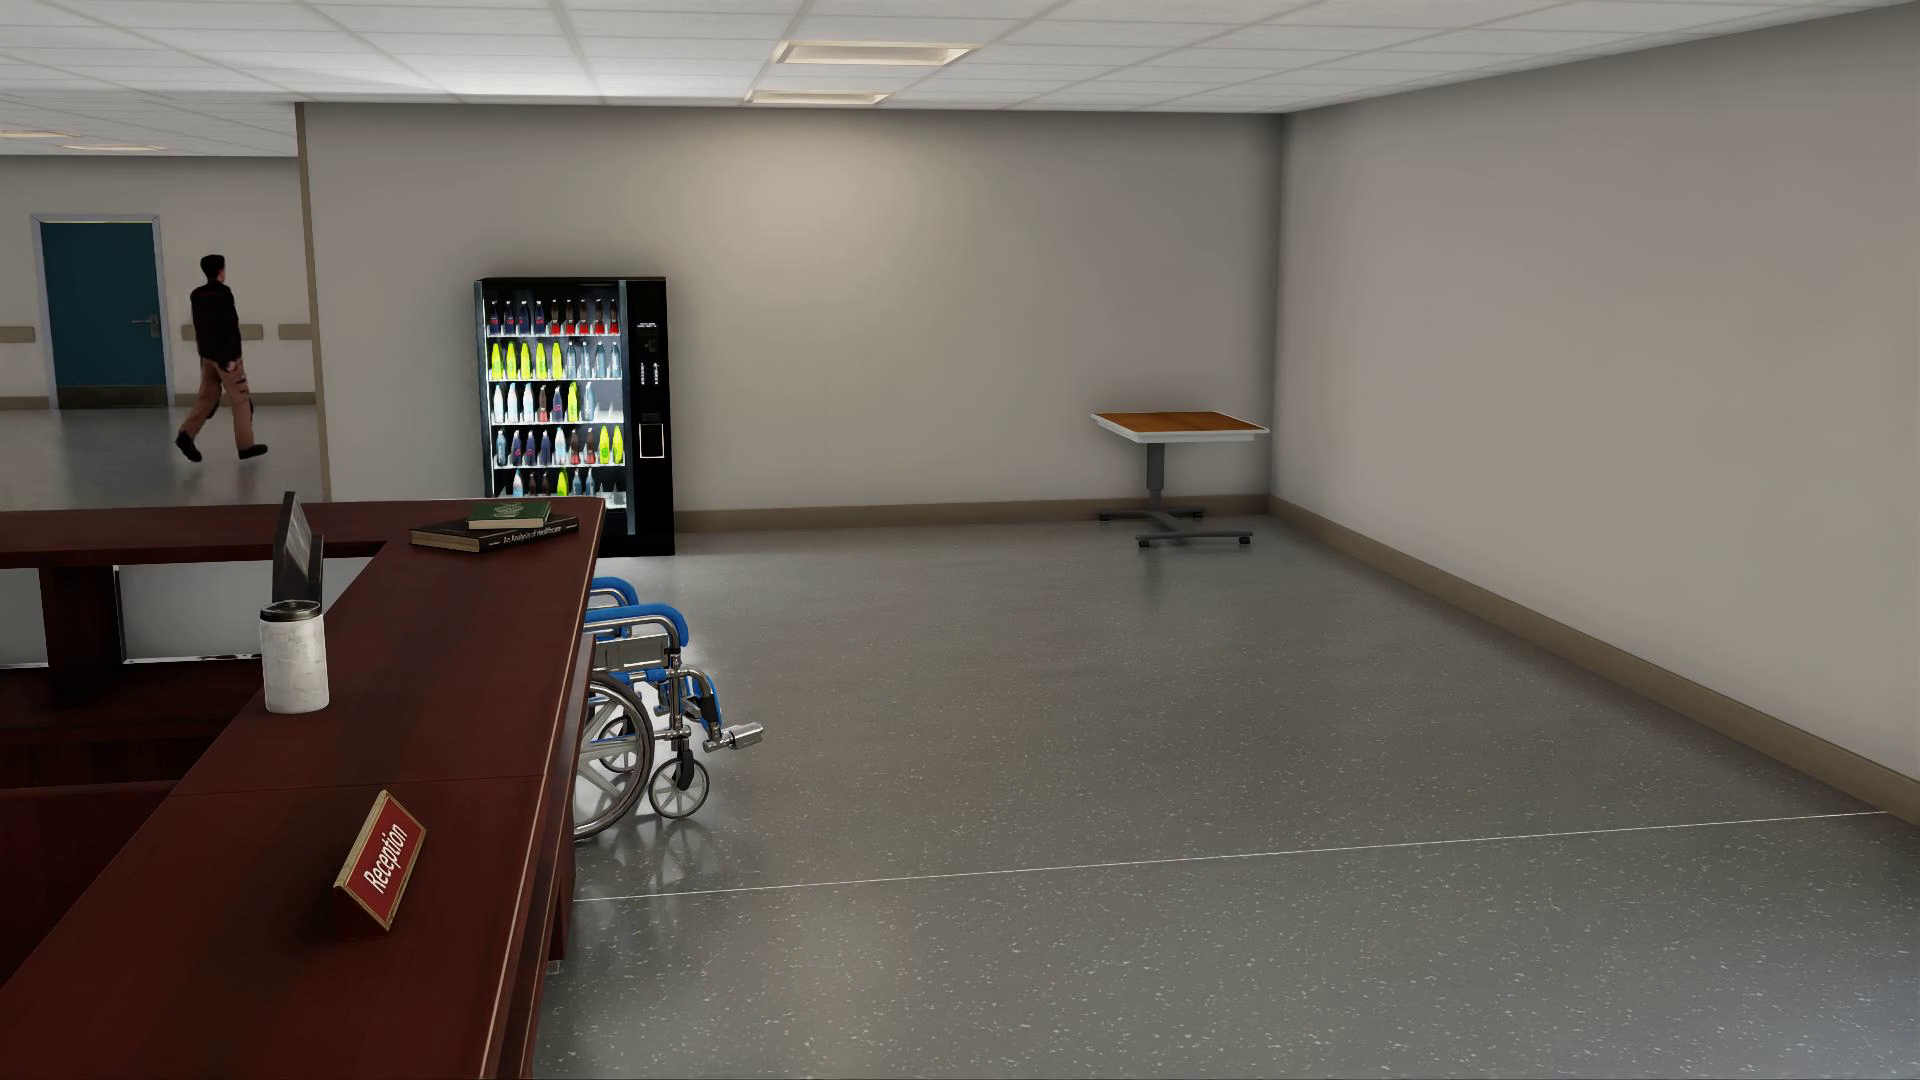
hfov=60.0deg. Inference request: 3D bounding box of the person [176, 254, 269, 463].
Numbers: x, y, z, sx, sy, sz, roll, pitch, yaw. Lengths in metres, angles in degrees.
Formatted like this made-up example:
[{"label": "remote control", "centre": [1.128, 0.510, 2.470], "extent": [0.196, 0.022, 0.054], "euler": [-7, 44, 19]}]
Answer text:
[{"label": "person", "centre": [-6.874, -1.639, 15.274], "extent": [1.244, 1.897, 1.184], "euler": [5, 12, 23]}]
